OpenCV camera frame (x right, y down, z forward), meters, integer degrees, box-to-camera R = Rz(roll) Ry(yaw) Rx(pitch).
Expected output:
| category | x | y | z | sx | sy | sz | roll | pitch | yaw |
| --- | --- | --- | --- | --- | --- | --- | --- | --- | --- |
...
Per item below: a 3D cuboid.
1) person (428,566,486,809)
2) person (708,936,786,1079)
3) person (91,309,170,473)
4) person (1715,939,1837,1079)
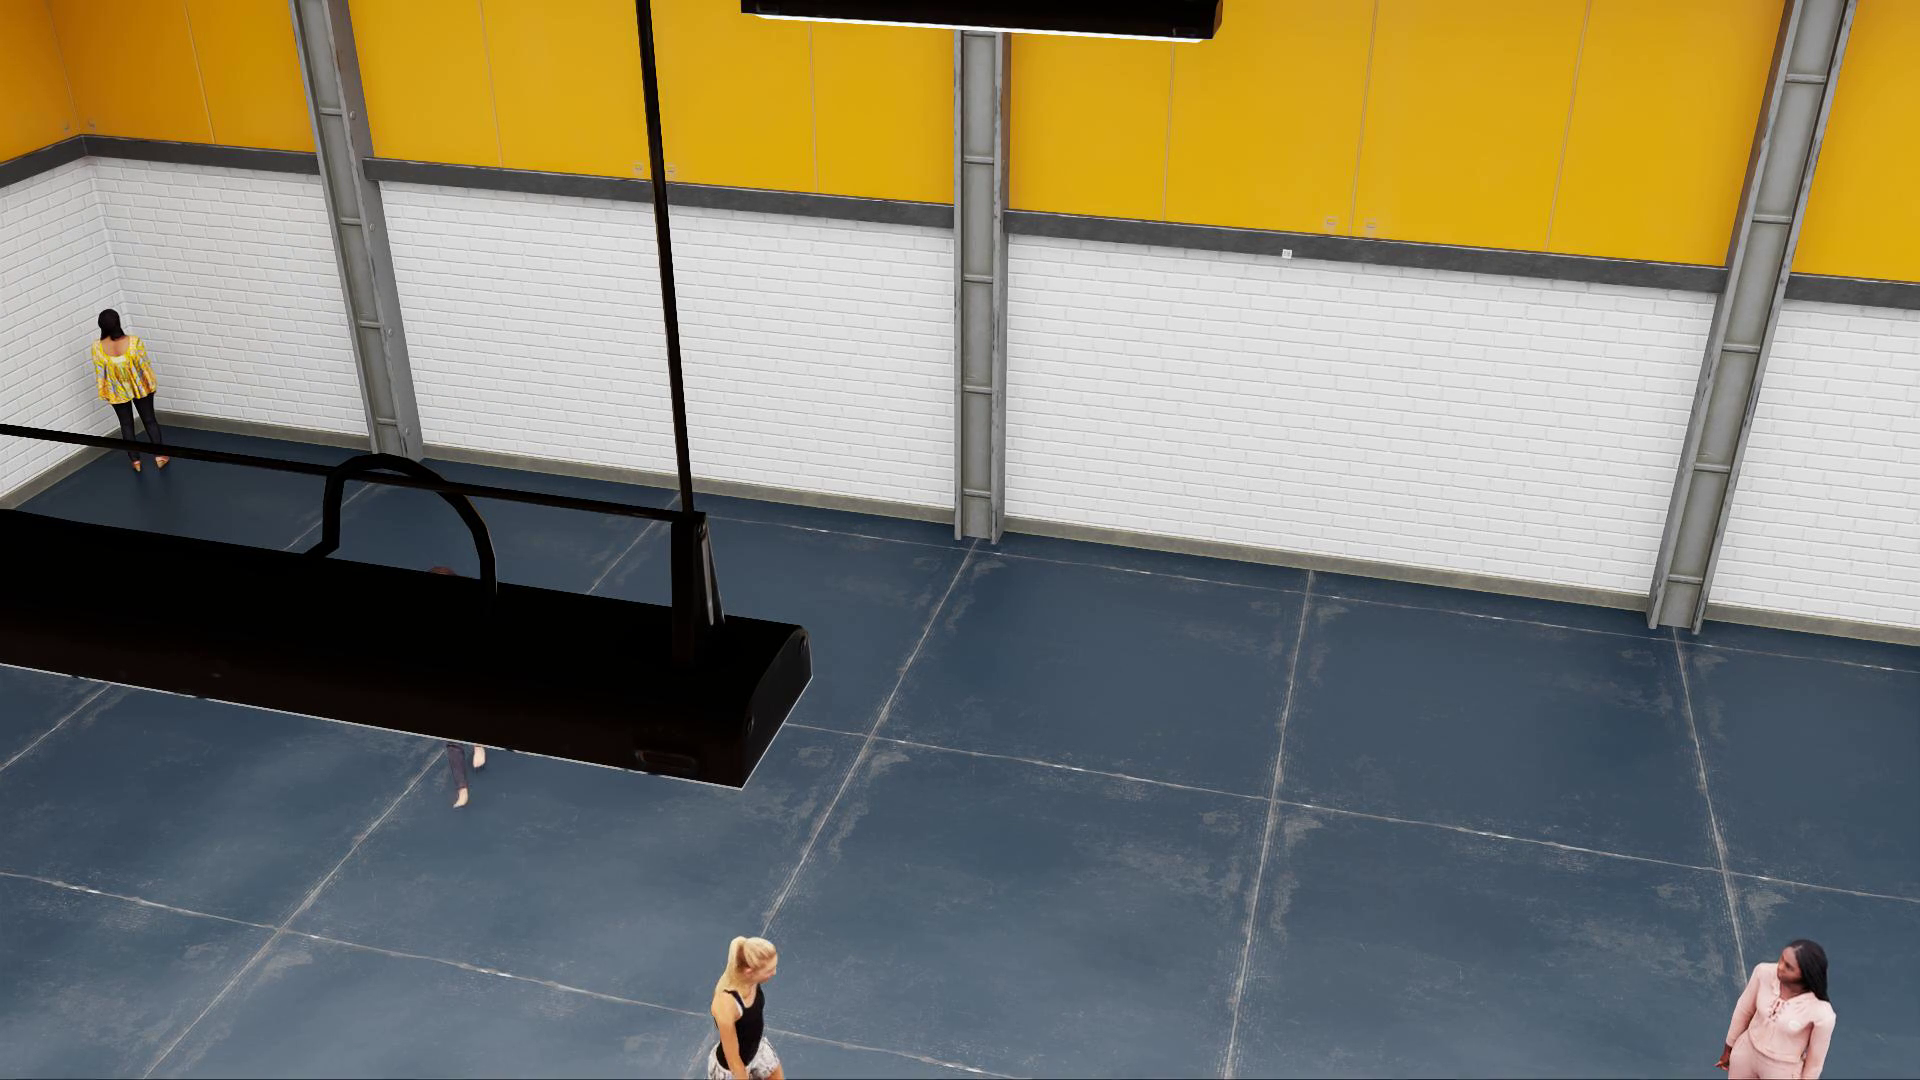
| category | x | y | z | sx | sy | sz | roll | pitch | yaw |
| --- | --- | --- | --- | --- | --- | --- | --- | --- | --- |
| person | -3.521 | 0.940 | 11.692 | 1.109 | 1.718 | 1.014 | -6 | 29 | -12 |
| person | -1.212 | 2.649 | 8.481 | 1.136 | 1.792 | 0.704 | 7 | 29 | 13 |
| person | -8.068 | -1.455 | 16.148 | 0.875 | 1.655 | 0.941 | -11 | 30 | -19 |
| person | 4.118 | 2.700 | 8.463 | 0.747 | 1.720 | 0.687 | -15 | 32 | -26 |
